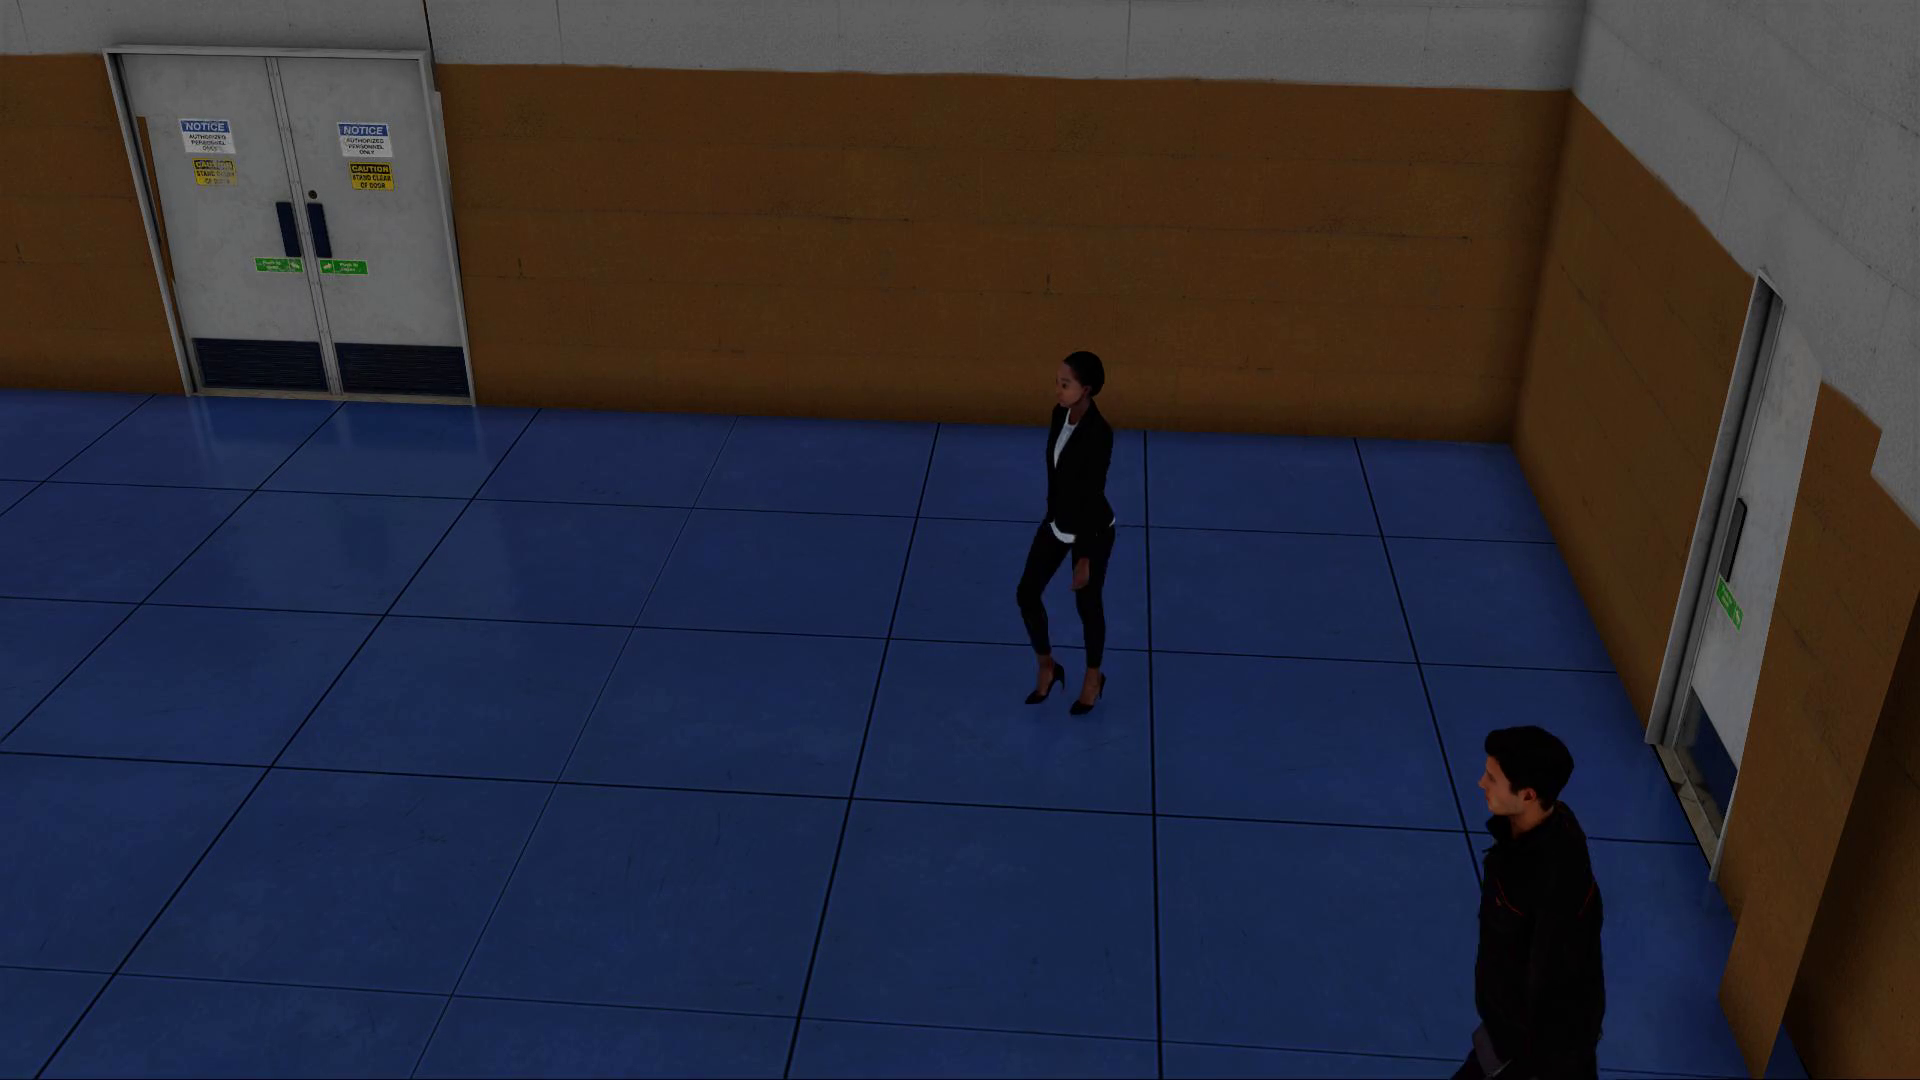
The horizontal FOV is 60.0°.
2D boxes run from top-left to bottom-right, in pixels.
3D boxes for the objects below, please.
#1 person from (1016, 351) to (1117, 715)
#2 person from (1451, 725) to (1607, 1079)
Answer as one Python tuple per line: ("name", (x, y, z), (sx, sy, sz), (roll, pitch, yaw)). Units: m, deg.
("person", (0.600, -0.007, 7.541), (0.821, 1.825, 0.757), (-19, 34, -31))
("person", (1.786, 1.421, 4.871), (0.900, 1.876, 1.173), (5, 29, 10))
